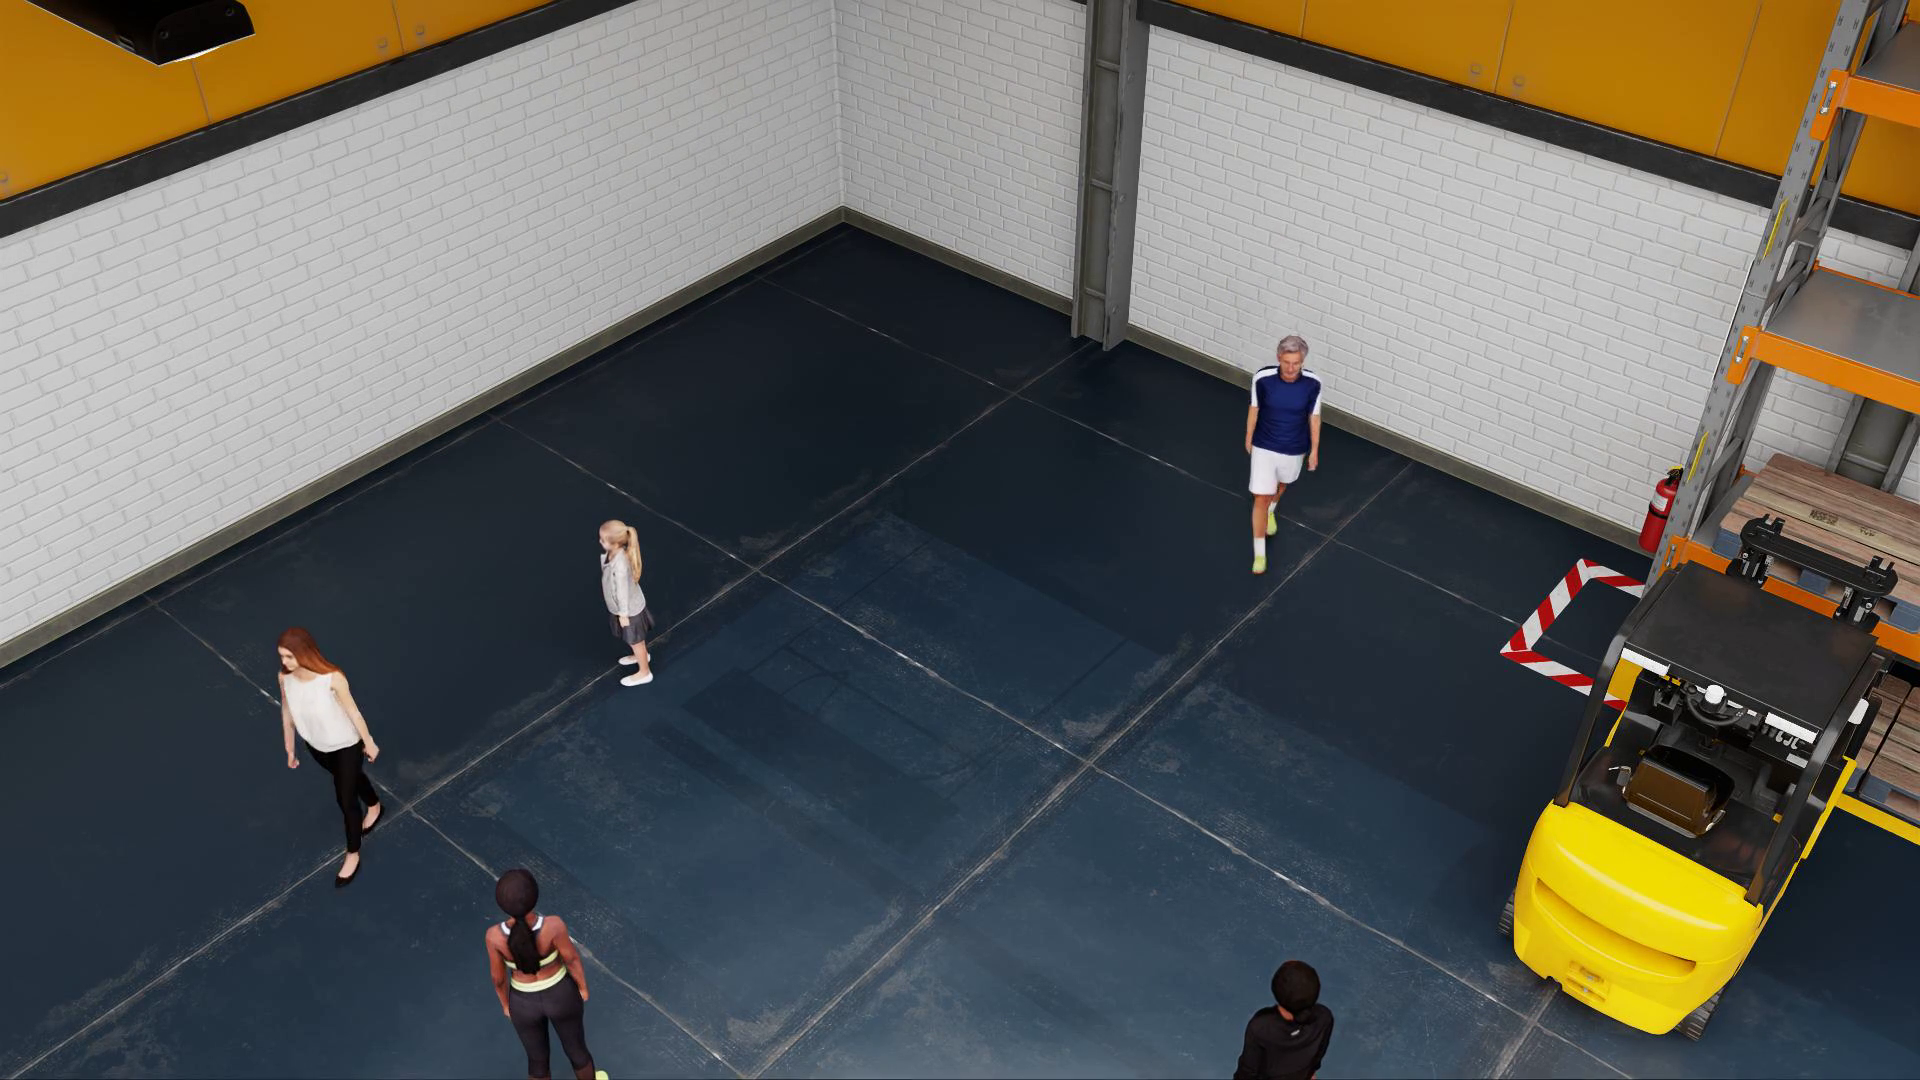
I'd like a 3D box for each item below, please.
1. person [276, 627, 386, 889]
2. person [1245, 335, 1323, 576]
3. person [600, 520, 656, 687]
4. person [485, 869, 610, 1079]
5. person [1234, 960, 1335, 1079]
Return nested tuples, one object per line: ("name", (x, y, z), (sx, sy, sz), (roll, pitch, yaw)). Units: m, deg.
("person", (-3.561, 1.101, 9.581), (0.948, 1.699, 0.904), (10, 40, 12))
("person", (2.260, -0.708, 11.781), (1.158, 1.783, 1.133), (2, 39, 2))
("person", (-2.167, 0.390, 10.813), (0.663, 1.274, 0.590), (-9, 39, -11))
("person", (-2.027, 2.249, 8.101), (0.645, 1.754, 0.684), (-7, 39, -9))
("person", (1.495, 2.529, 7.814), (0.686, 1.675, 0.722), (-8, 39, -10))
